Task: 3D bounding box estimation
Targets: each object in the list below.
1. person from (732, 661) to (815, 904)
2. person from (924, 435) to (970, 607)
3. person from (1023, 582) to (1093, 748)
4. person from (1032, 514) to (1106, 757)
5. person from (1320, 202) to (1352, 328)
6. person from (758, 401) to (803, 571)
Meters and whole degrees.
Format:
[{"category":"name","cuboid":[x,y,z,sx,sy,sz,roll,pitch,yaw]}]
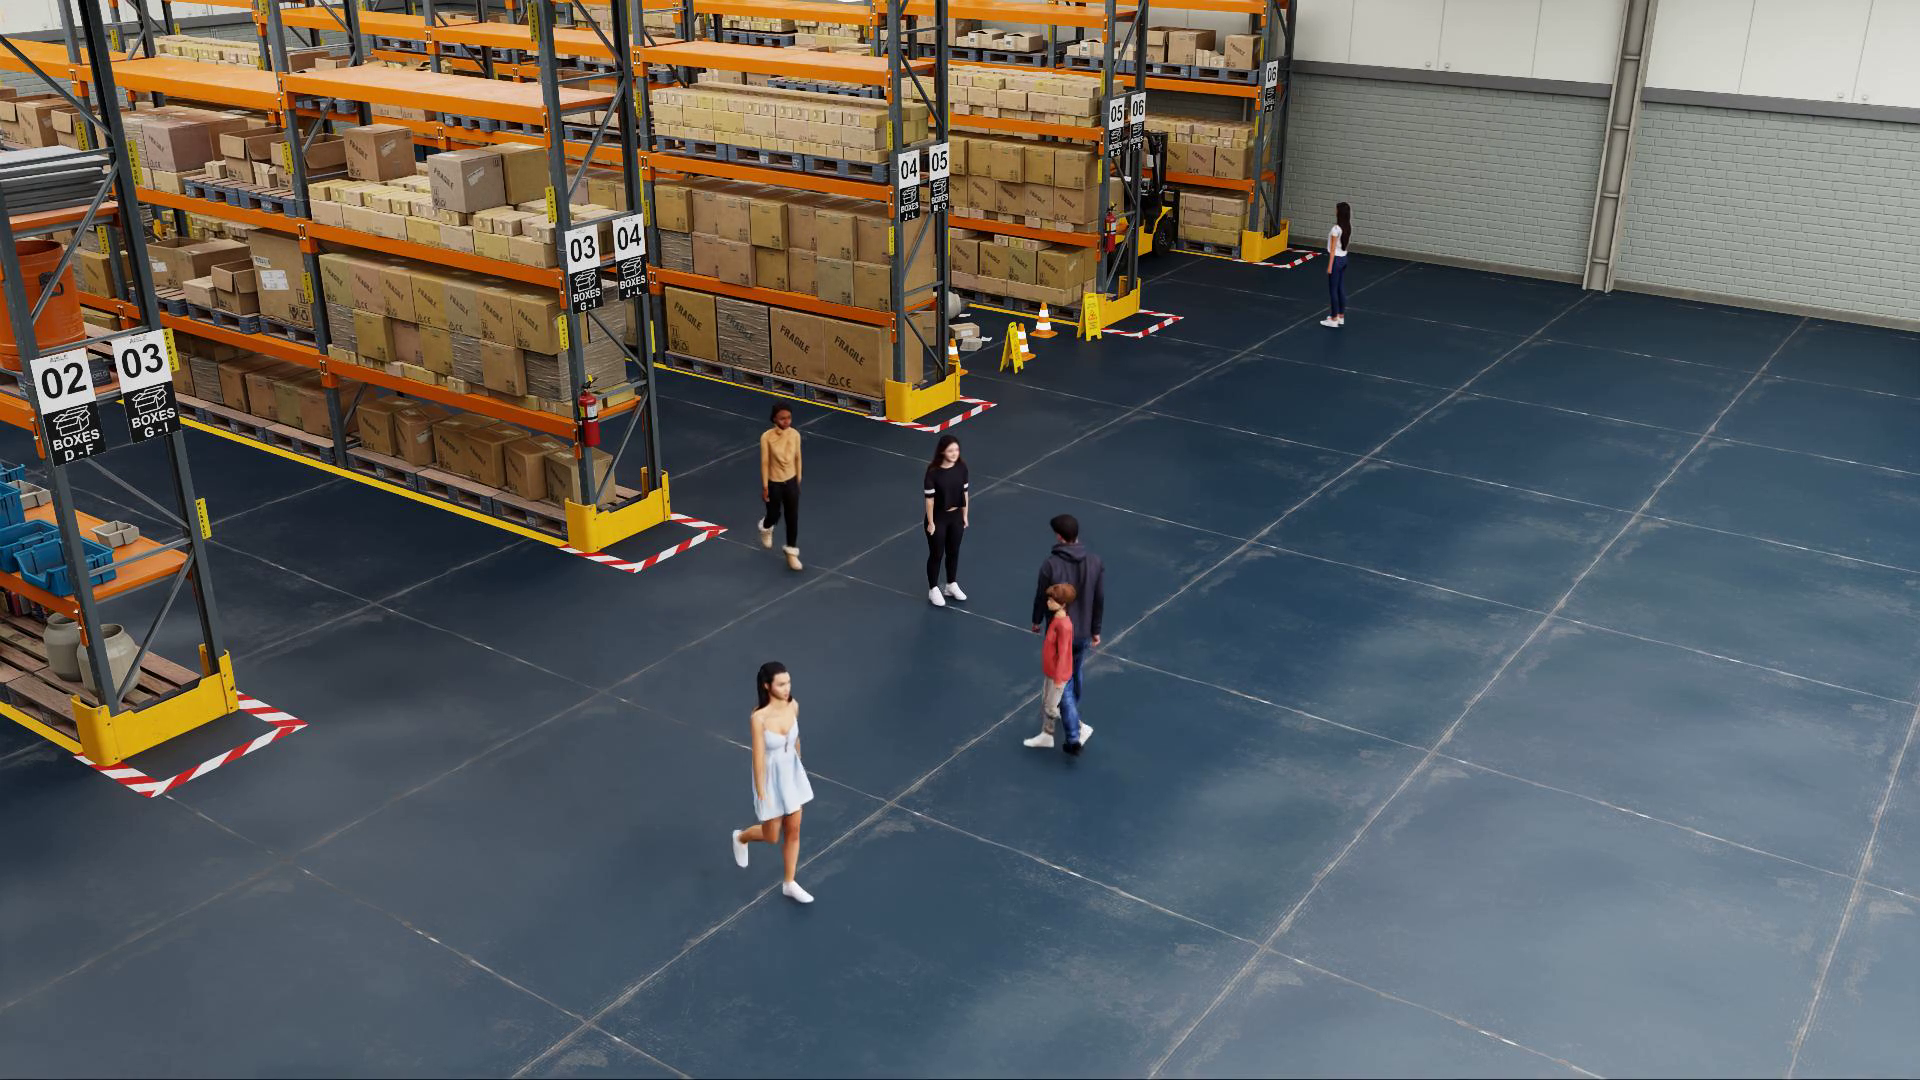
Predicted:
[{"category":"person","cuboid":[-1.256,1.566,10.900,0.917,1.717,0.646,18,29,36]},{"category":"person","cuboid":[-0.131,-0.199,15.153,0.697,1.636,0.716,-13,26,-28]},{"category":"person","cuboid":[0.799,0.983,12.669,0.846,1.405,0.764,0,23,0]},{"category":"person","cuboid":[0.849,0.754,12.649,1.098,1.843,1.251,-7,24,-17]},{"category":"person","cuboid":[5.414,-3.937,23.766,0.486,1.774,0.571,16,28,32]},{"category":"person","cuboid":[-1.750,-0.555,15.984,0.881,1.641,1.028,-10,25,-23]}]
